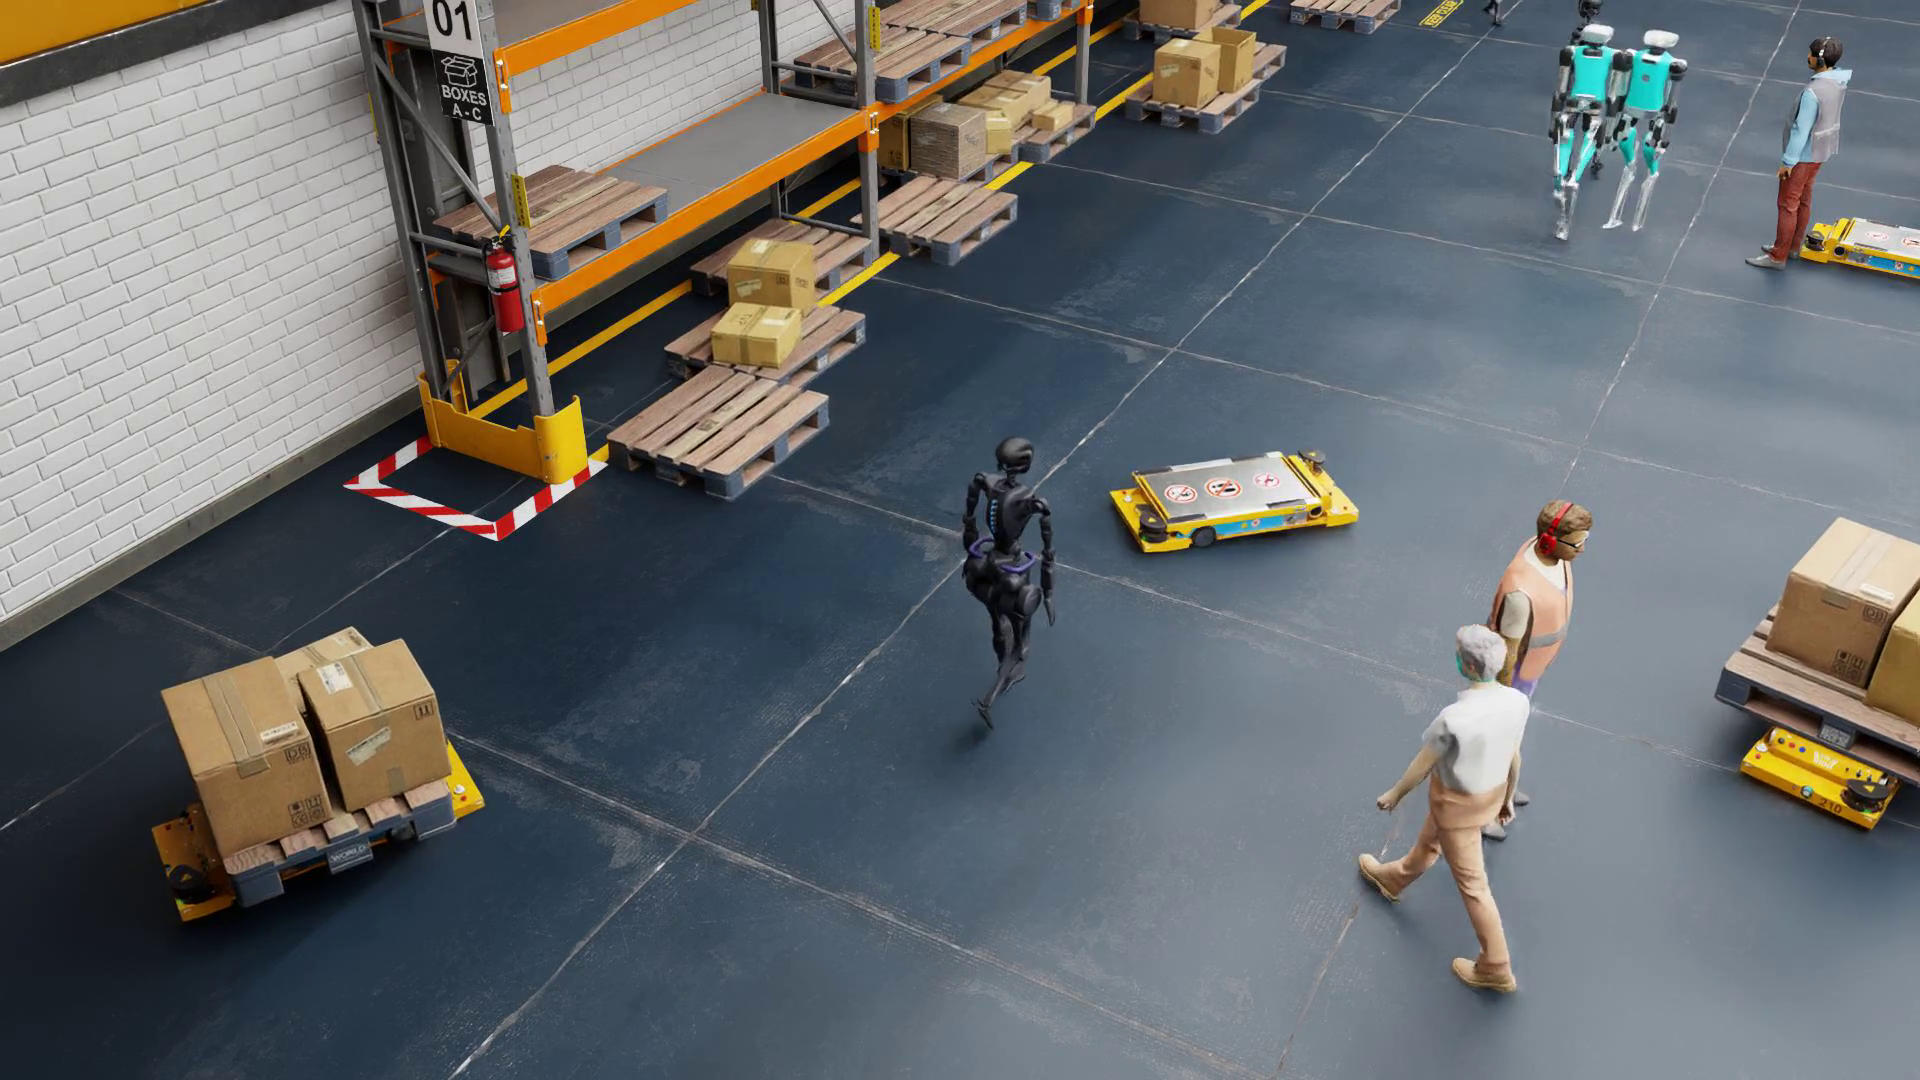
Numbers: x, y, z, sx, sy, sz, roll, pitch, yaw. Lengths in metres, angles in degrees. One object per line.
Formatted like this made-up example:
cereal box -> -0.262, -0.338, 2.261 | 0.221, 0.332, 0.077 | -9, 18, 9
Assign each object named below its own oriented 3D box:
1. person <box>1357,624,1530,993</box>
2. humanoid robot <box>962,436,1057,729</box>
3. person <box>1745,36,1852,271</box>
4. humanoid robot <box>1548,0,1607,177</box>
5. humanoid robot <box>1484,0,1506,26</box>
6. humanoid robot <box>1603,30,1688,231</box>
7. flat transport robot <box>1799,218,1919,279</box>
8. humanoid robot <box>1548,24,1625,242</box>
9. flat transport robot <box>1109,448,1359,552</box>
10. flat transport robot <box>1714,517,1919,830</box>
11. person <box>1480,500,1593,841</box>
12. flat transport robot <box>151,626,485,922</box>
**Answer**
person -> 2.169, 1.129, 7.165 | 0.485, 1.688, 0.956 | -21, 39, -28
humanoid robot -> 0.187, 0.208, 8.575 | 0.608, 1.640, 0.631 | 23, 40, 30
person -> 6.802, -3.093, 13.380 | 0.416, 1.870, 0.535 | 28, 42, 35
humanoid robot -> 5.696, -4.096, 15.077 | 0.614, 1.644, 0.477 | -28, 43, -35
humanoid robot -> 6.361, -6.821, 19.239 | 0.605, 1.625, 0.796 | -5, 34, -7
humanoid robot -> 5.789, -3.438, 14.034 | 0.532, 1.800, 0.736 | 25, 41, 32
flat transport robot -> 7.771, -2.361, 13.719 | 1.431, 0.231, 0.659 | 20, 38, 27
humanoid robot -> 5.134, -3.292, 13.825 | 0.551, 1.757, 0.955 | 11, 35, 16
flat transport robot -> 1.730, -0.253, 10.531 | 1.431, 0.231, 0.659 | -8, 34, -12
flat transport robot -> 4.702, 0.948, 8.714 | 0.659, 0.231, 1.431 | 27, 42, 34
person -> 2.618, 0.589, 7.837 | 0.376, 1.836, 0.558 | 20, 38, 27
flat transport robot -> -3.139, 1.328, 8.139 | 1.431, 0.231, 0.659 | -20, 38, -27
